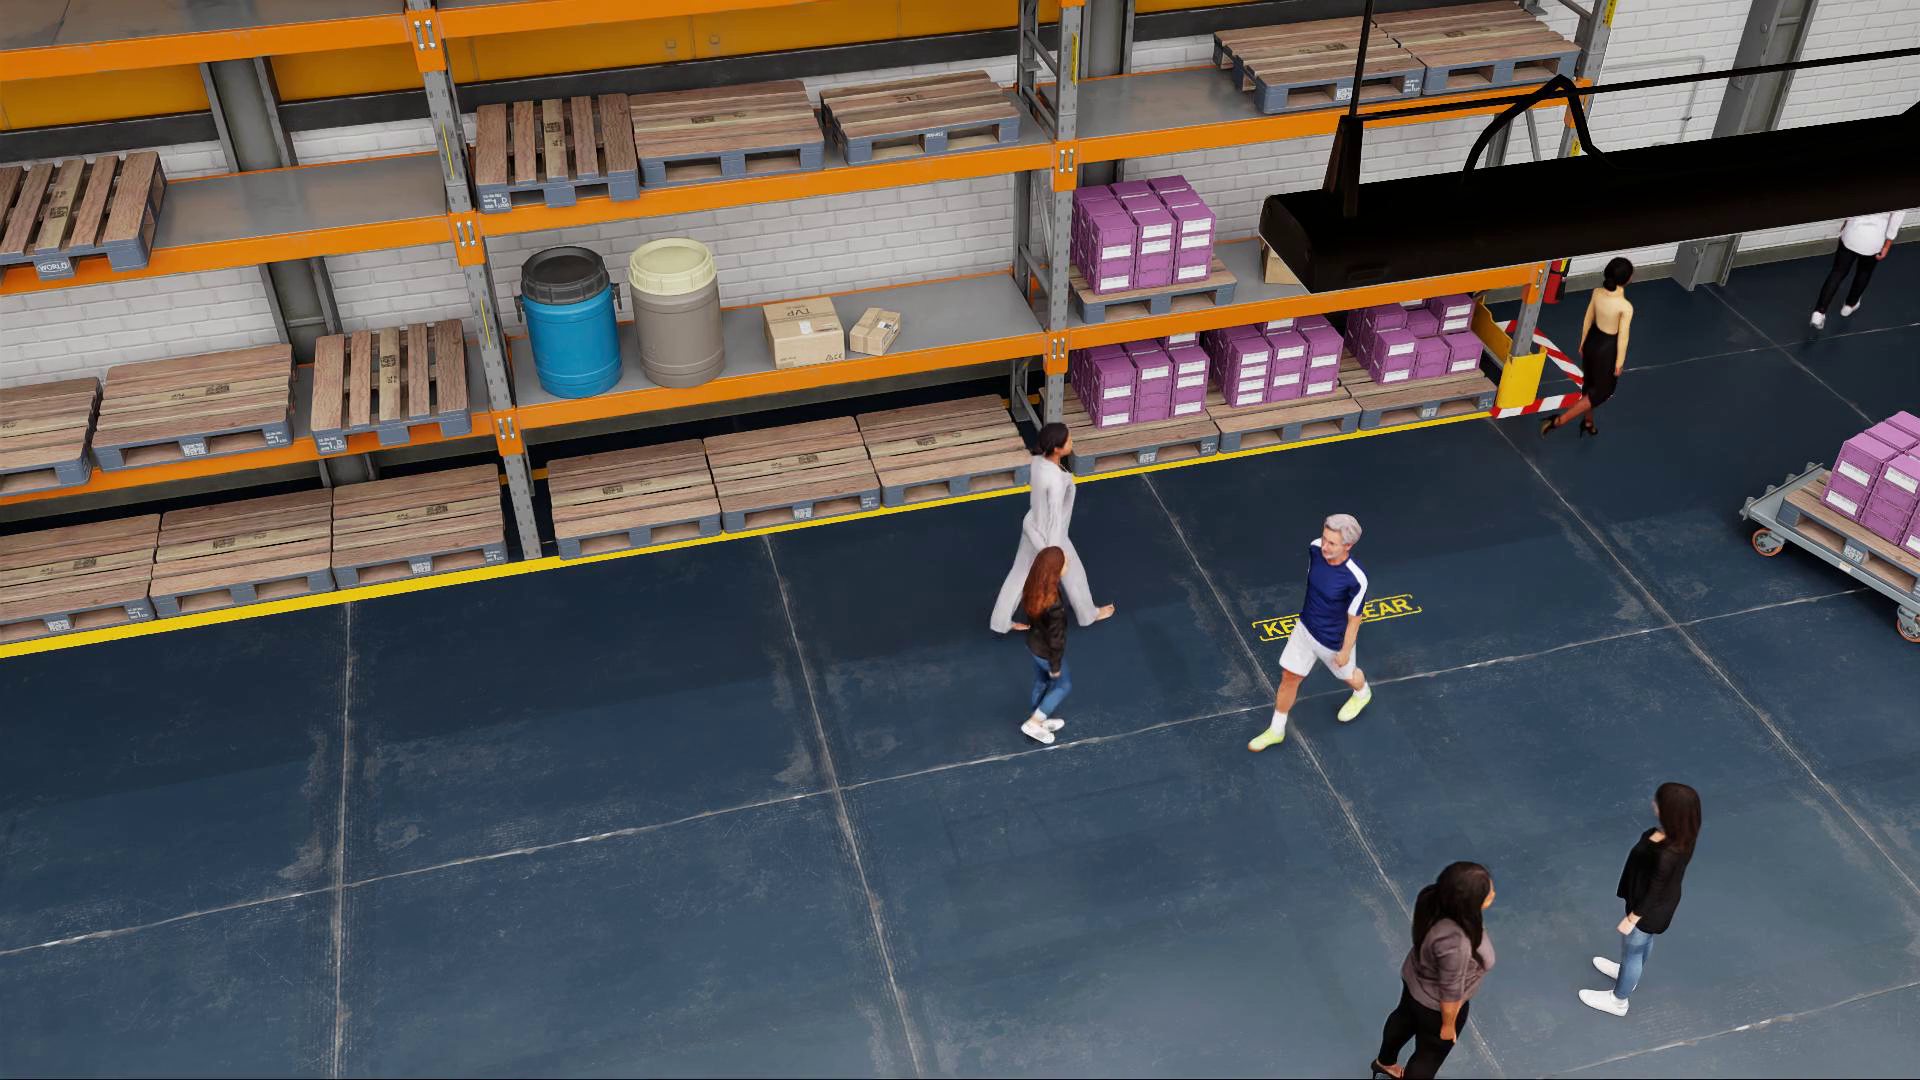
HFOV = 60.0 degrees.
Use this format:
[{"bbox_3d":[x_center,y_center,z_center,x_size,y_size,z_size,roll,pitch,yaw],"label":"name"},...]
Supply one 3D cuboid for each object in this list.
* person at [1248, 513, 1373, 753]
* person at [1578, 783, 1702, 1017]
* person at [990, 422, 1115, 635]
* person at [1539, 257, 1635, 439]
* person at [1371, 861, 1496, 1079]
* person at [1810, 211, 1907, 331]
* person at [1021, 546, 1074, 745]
[{"bbox_3d":[2.343,0.532,10.303,1.274,1.794,0.938,-25,45,-28],"label":"person"},{"bbox_3d":[3.631,1.882,8.736,0.710,1.639,0.633,24,45,27],"label":"person"},{"bbox_3d":[0.501,-0.021,11.078,1.107,1.691,0.669,-11,40,-13],"label":"person"},{"bbox_3d":[4.904,-1.406,12.855,0.919,1.636,0.656,-16,41,-19],"label":"person"},{"bbox_3d":[2.309,2.218,8.153,0.656,1.842,0.698,-2,39,-3],"label":"person"},{"bbox_3d":[7.721,-2.605,14.240,1.021,1.782,1.185,28,46,30],"label":"person"},{"bbox_3d":[0.470,0.682,10.374,0.603,1.469,0.618,-13,40,-15],"label":"person"}]
